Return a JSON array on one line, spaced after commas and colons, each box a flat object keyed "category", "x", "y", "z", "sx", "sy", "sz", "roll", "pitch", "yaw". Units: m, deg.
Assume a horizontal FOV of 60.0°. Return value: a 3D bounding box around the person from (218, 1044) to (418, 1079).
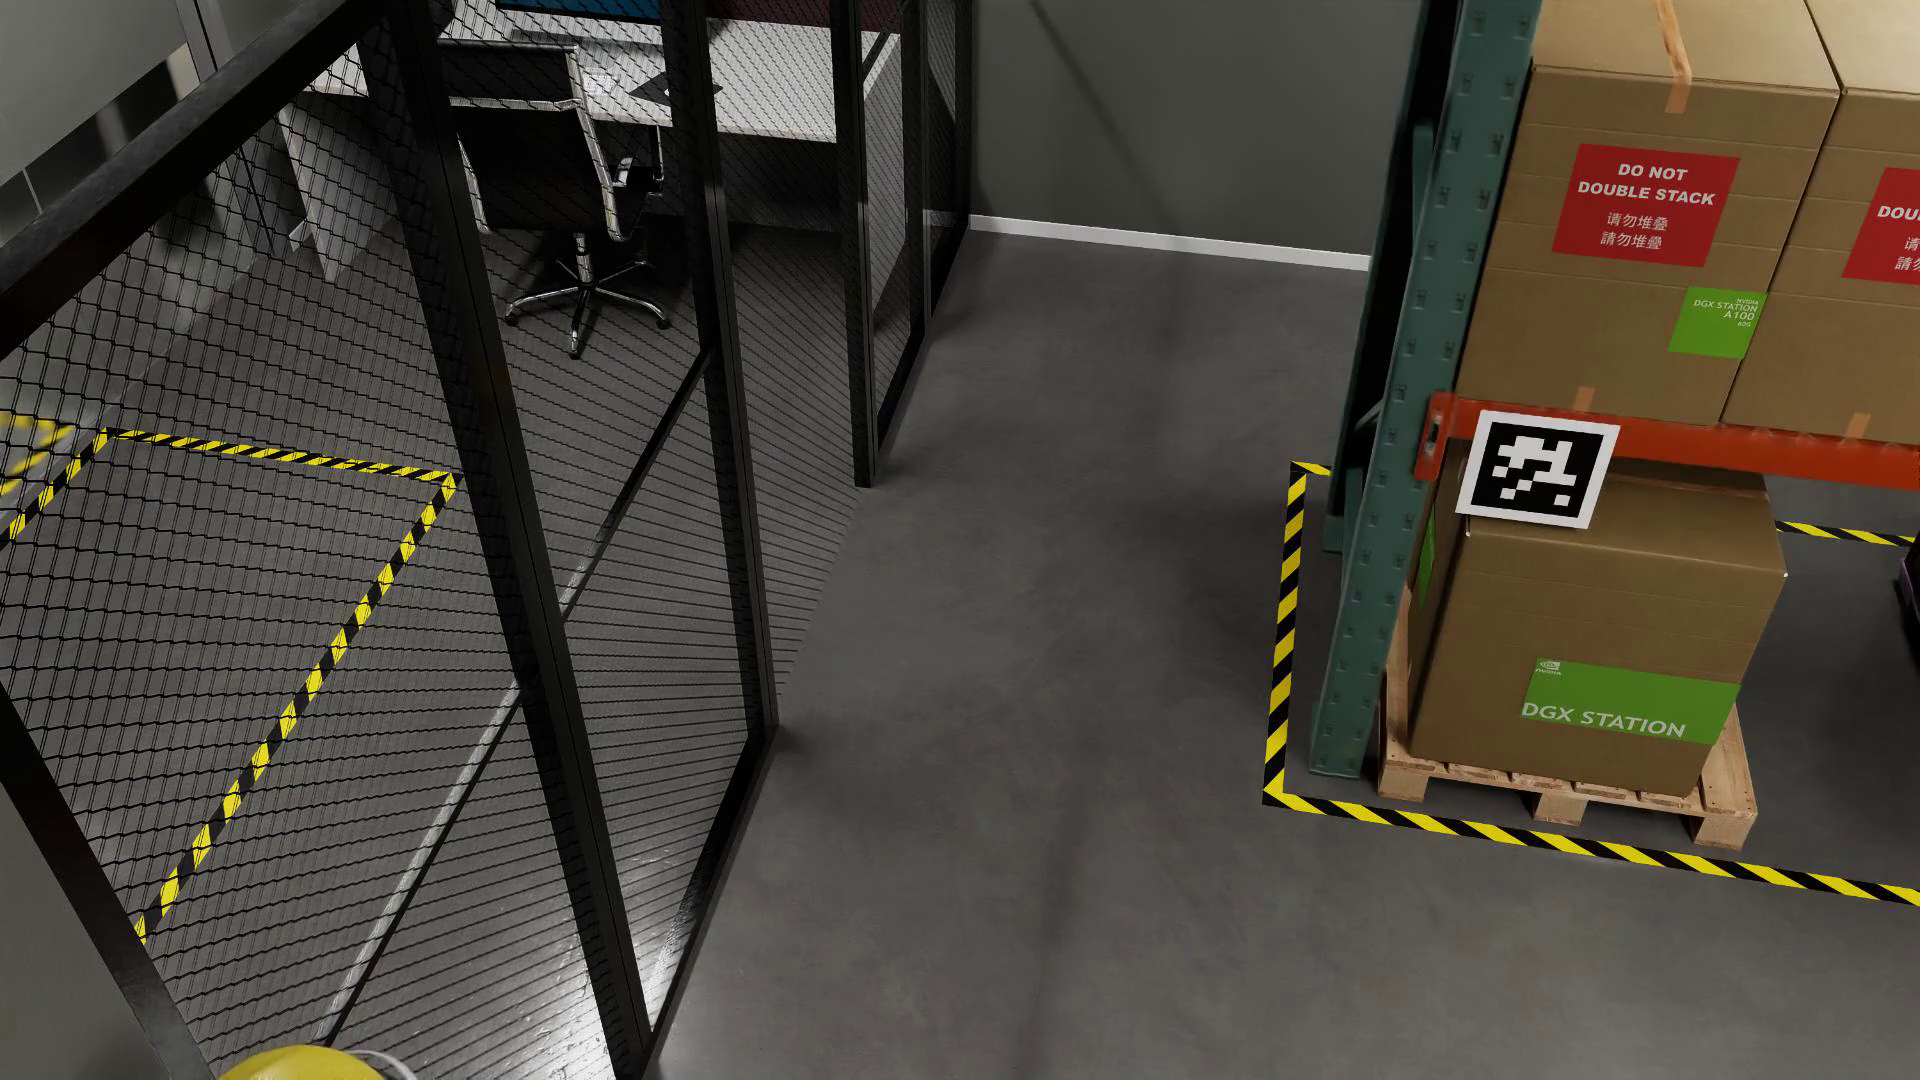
[{"category": "person", "x": -0.674, "y": 1.221, "z": 2.171, "sx": 0.586, "sy": 1.833, "sz": 0.403, "roll": 13, "pitch": 43, "yaw": 14}]
